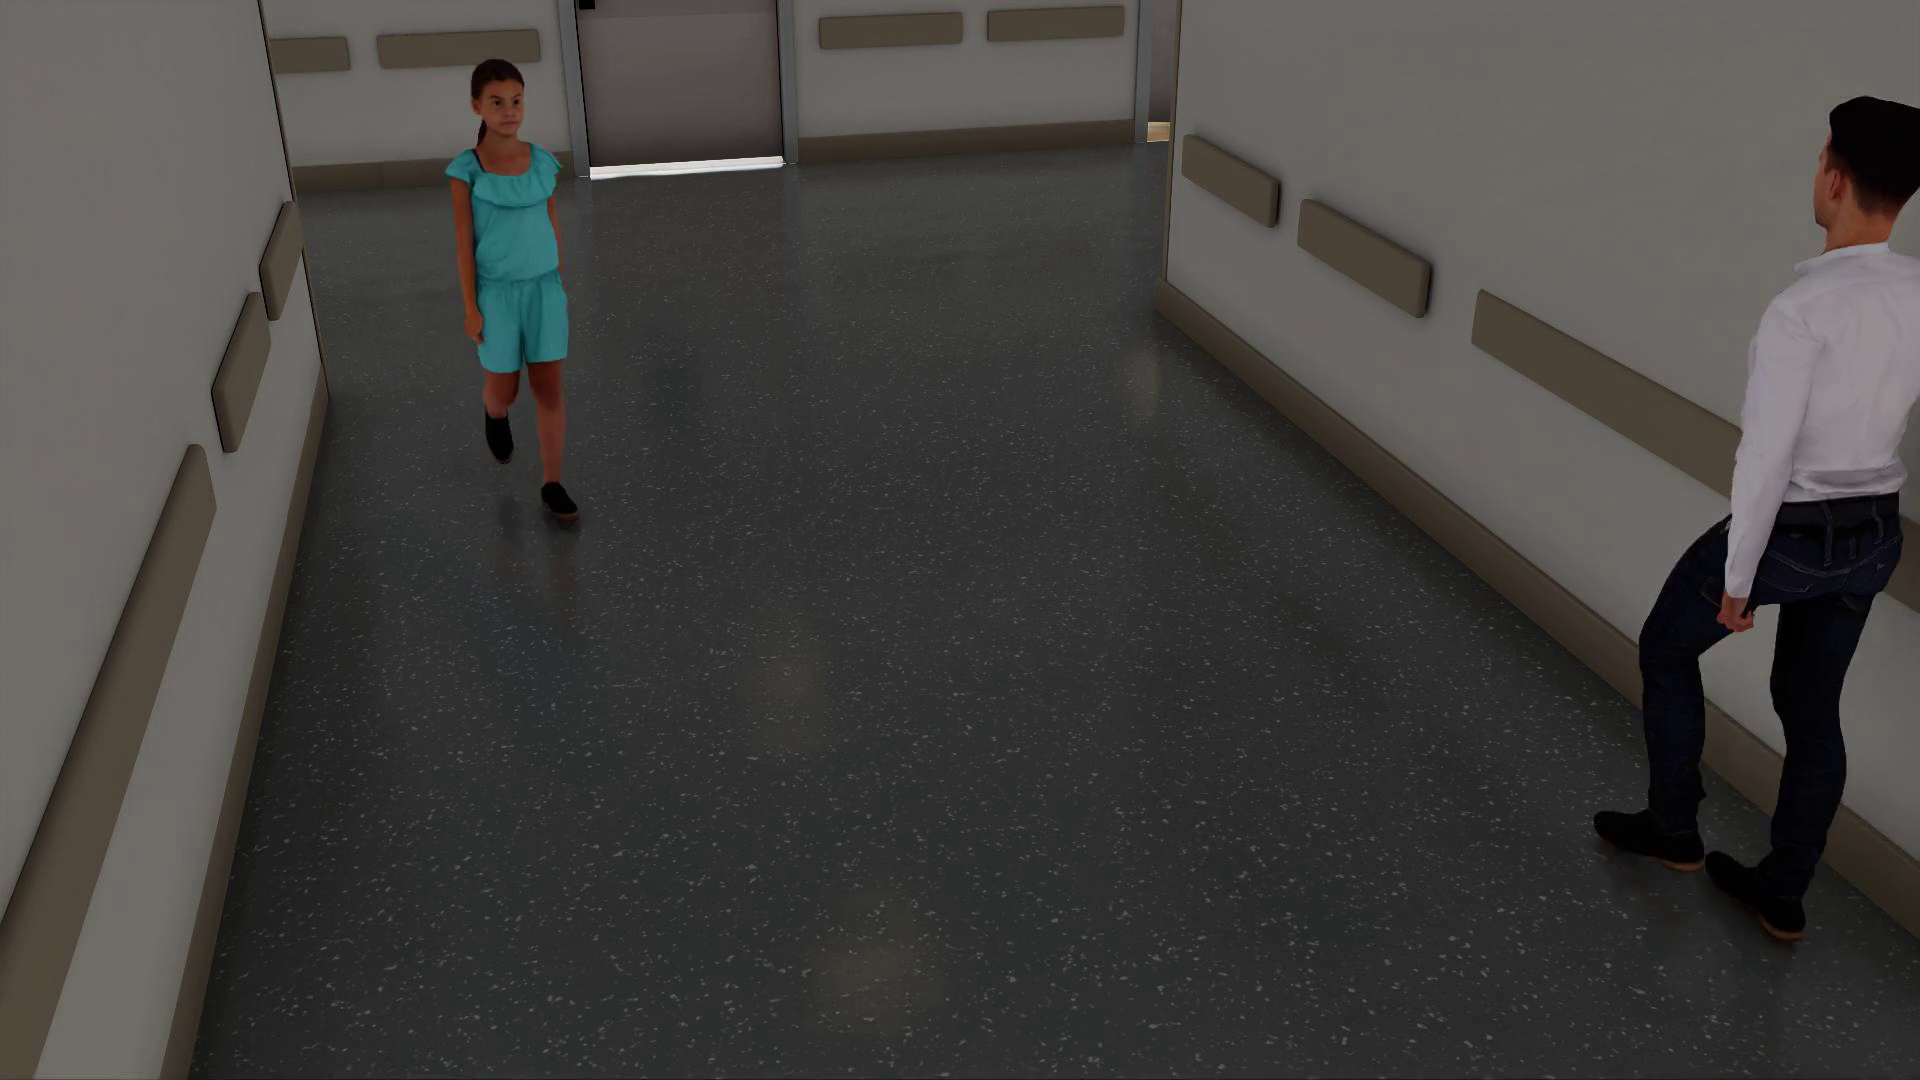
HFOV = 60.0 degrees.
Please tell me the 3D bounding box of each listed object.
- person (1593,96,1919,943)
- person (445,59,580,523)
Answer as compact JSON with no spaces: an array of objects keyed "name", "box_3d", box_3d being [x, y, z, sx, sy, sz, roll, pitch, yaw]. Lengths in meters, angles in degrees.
[{"name":"person","box_3d":[1.829,0.050,3.482,0.678,1.849,0.678,-6,26,-11]},{"name":"person","box_3d":[-1.545,-0.854,5.705,0.901,1.547,0.761,-15,29,-28]}]
